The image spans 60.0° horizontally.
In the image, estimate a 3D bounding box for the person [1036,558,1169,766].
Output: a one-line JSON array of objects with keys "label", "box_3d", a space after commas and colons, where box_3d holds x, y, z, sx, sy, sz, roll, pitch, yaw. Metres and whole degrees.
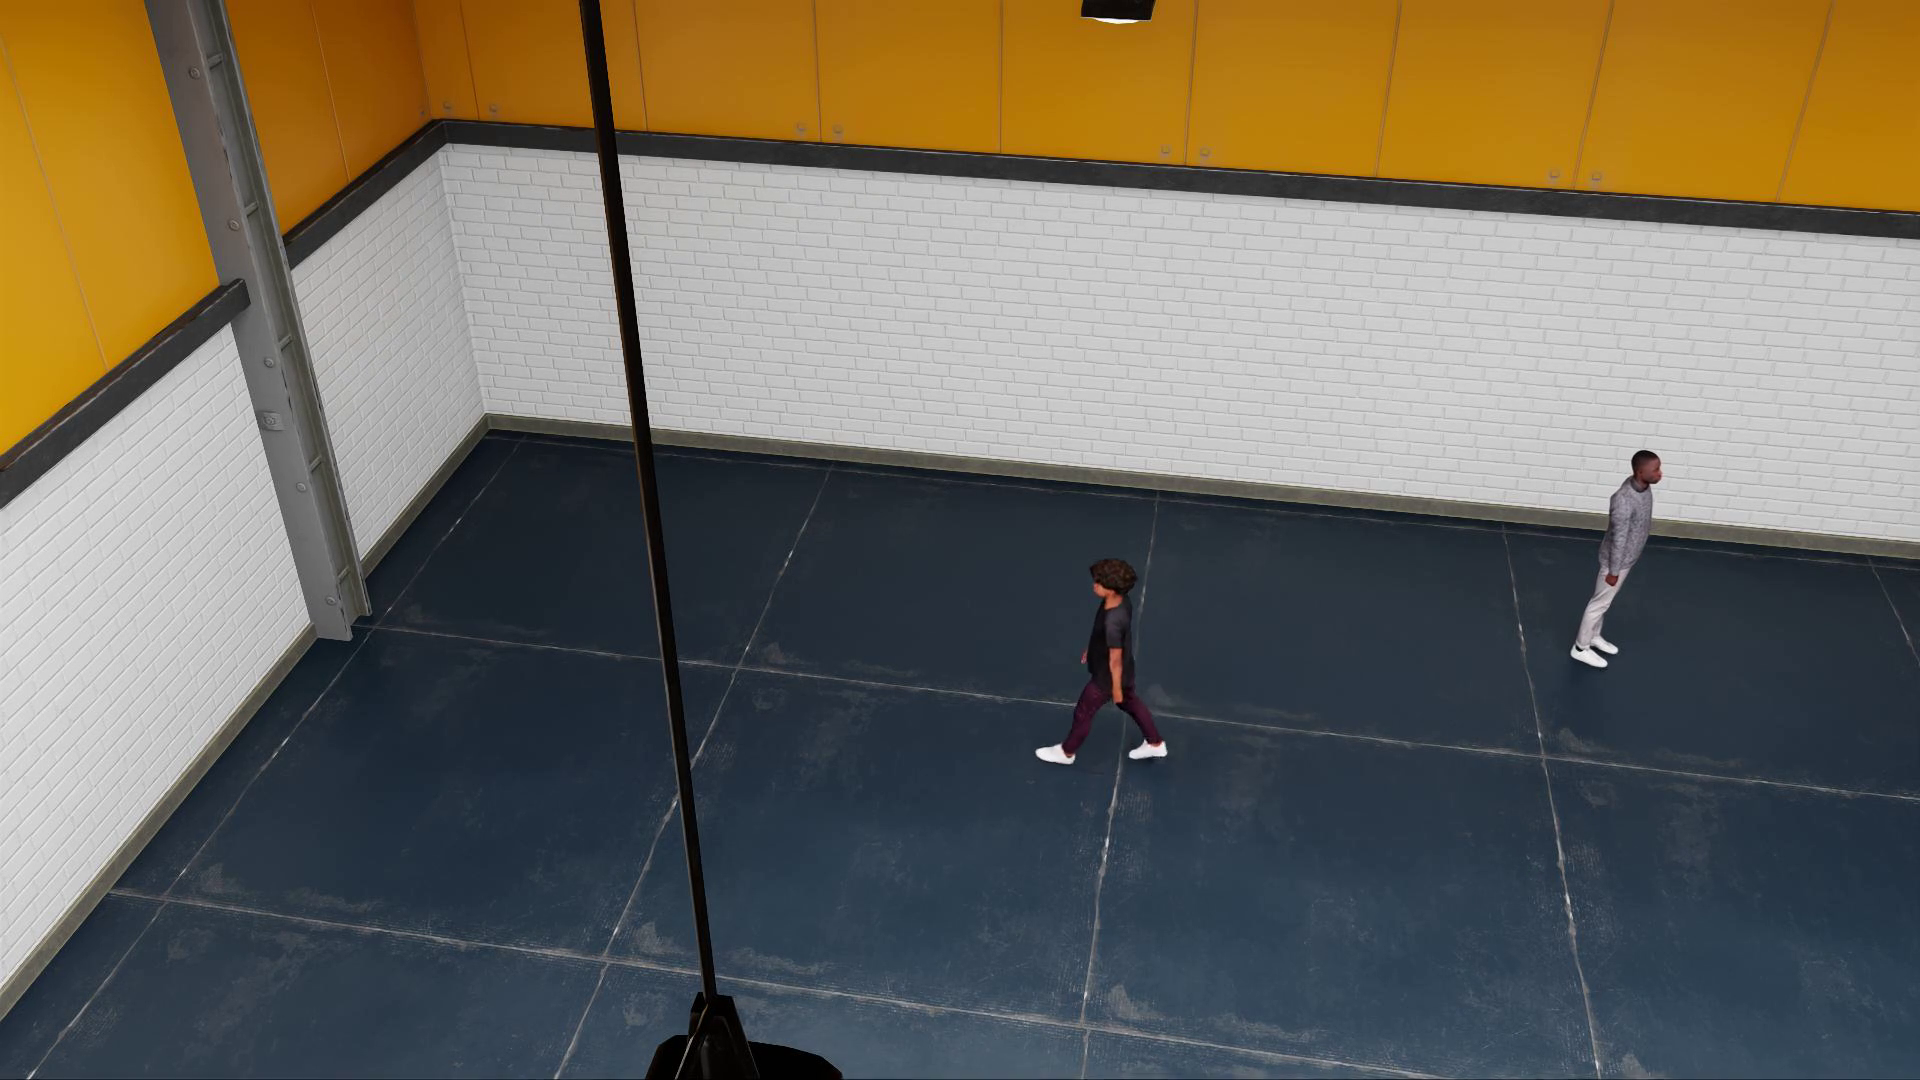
[{"label": "person", "box_3d": [1.118, 0.875, 11.413, 0.679, 1.746, 1.073, 5, 34, 8]}]

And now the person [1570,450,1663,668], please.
[{"label": "person", "box_3d": [4.928, 0.108, 12.486, 0.798, 1.835, 0.632, 20, 39, 27]}]
